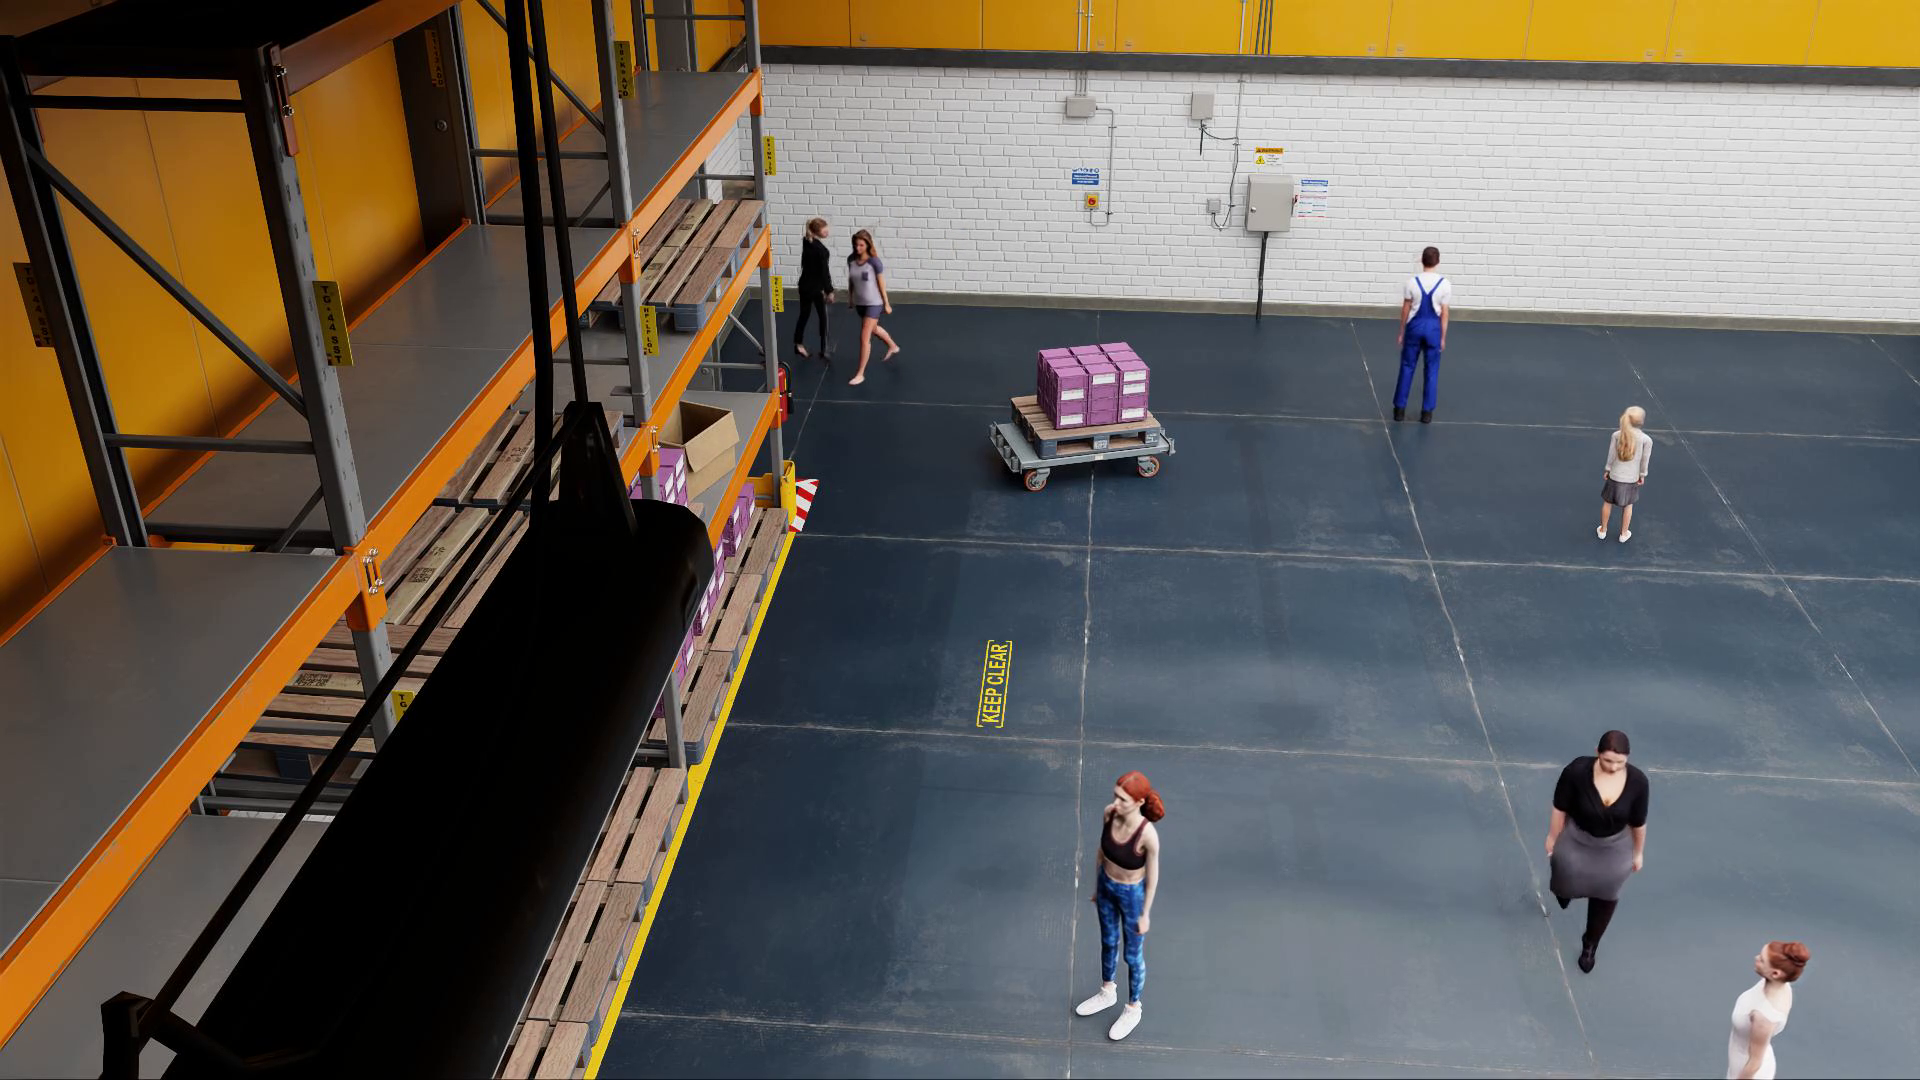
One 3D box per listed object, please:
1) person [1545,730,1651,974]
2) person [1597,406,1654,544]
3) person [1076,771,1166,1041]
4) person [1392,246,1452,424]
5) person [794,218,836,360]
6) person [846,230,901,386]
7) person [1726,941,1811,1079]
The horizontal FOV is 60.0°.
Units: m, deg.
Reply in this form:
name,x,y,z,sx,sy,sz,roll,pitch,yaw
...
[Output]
name,x,y,z,sx,sy,sz,roll,pitch,yaw
person,3.757,1.780,9.954,0.749,1.736,0.894,2,29,4
person,5.910,-0.594,14.788,0.579,1.275,0.608,13,31,23
person,0.927,2.046,9.417,0.745,1.784,0.685,-22,35,-34
person,4.690,-2.085,16.928,0.690,1.843,0.662,9,30,17
person,-1.609,-2.727,18.287,0.749,1.669,0.796,18,33,30
person,-0.933,-2.555,17.957,1.045,1.682,1.211,24,37,37
person,3.919,2.672,8.261,0.702,1.792,0.582,17,33,28
